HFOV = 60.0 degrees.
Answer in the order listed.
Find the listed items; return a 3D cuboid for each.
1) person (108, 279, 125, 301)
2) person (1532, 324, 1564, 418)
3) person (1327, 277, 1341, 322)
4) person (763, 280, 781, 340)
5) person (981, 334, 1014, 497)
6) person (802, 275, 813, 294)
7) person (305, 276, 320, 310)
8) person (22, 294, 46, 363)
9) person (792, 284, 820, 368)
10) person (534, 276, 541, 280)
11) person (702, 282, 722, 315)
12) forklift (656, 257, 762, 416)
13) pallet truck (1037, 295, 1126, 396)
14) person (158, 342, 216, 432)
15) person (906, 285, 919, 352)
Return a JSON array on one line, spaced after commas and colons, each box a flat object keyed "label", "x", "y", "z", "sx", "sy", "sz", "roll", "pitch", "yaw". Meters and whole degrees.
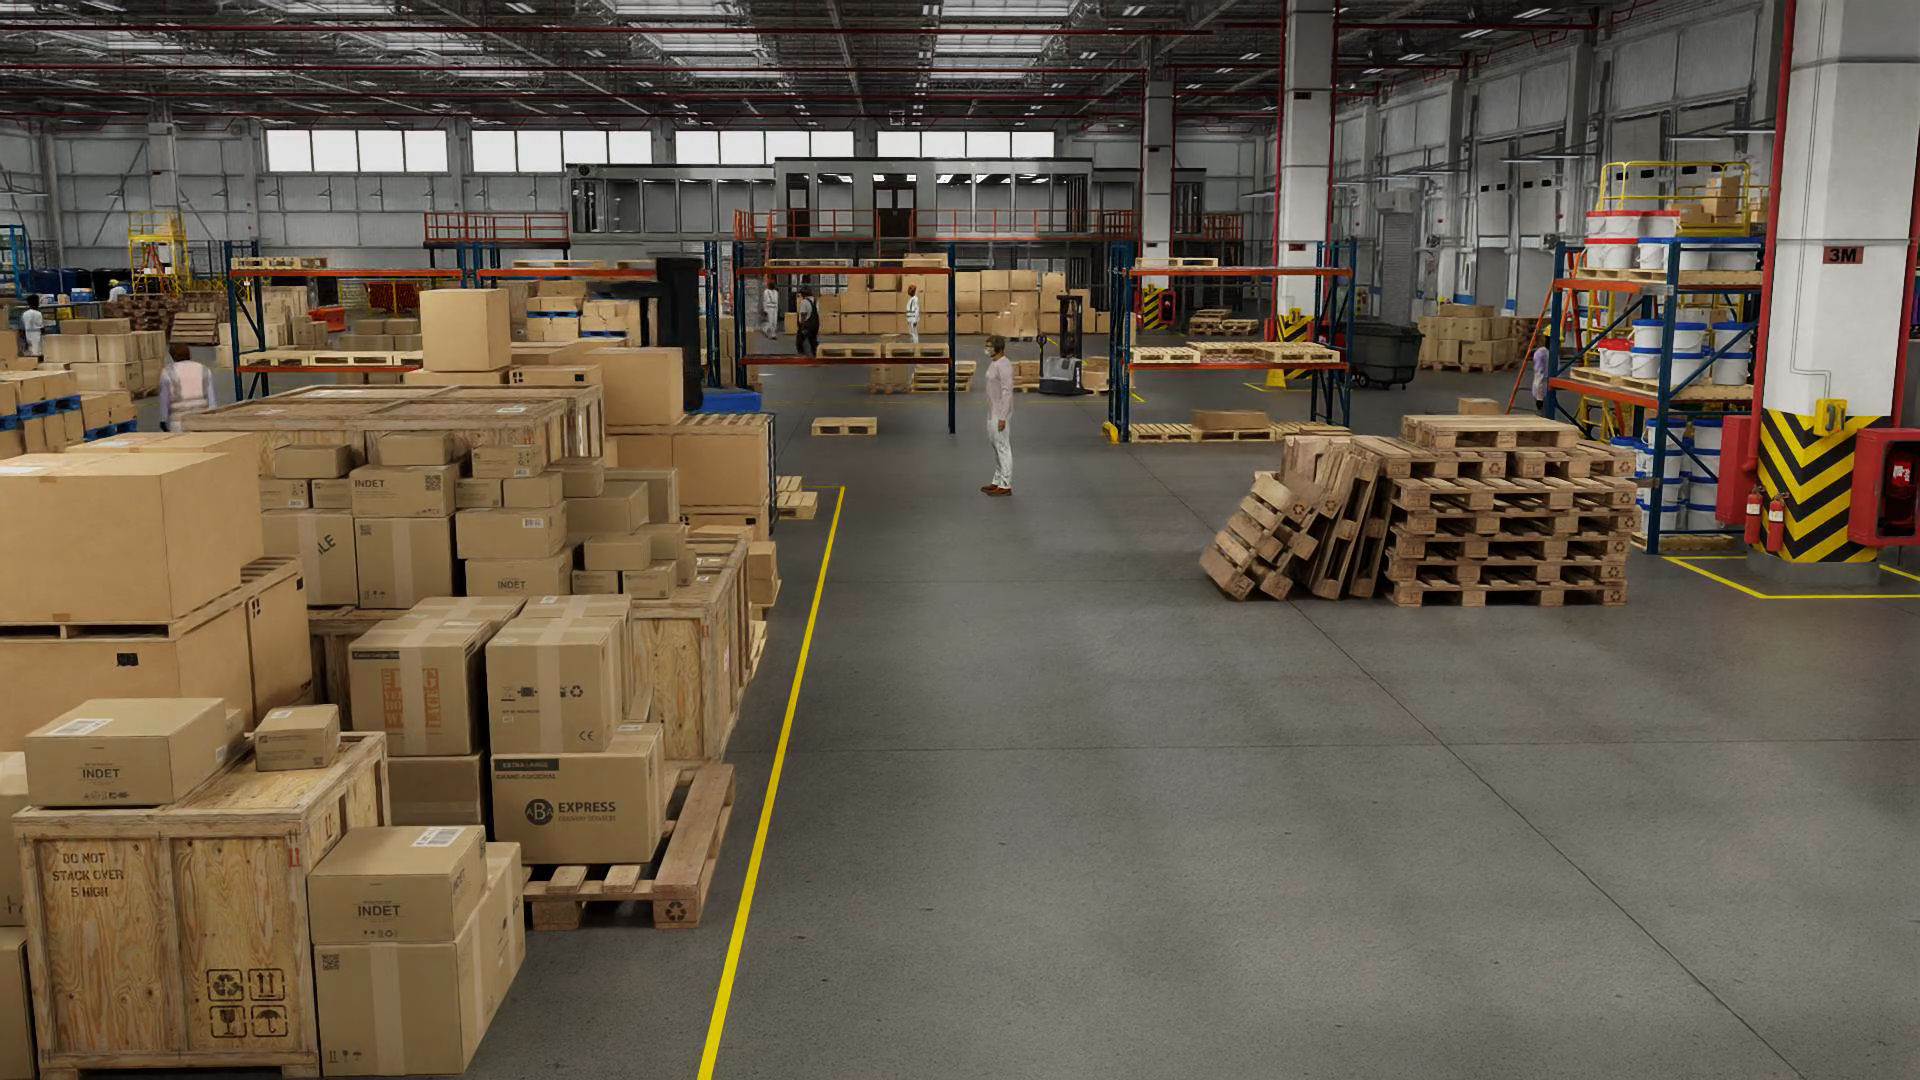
[{"label": "person", "x": -28.213, "y": -7.843, "z": 55.705, "sx": 0.433, "sy": 1.796, "sz": 0.623, "roll": 5, "pitch": 11, "yaw": 25}, {"label": "person", "x": 8.016, "y": -1.989, "z": 22.720, "sx": 0.366, "sy": 1.926, "sz": 0.587, "roll": 8, "pitch": 13, "yaw": 39}, {"label": "person", "x": 11.963, "y": -7.455, "z": 53.206, "sx": 0.929, "sy": 1.918, "sz": 0.609, "roll": -5, "pitch": 12, "yaw": -28}, {"label": "person", "x": -5.805, "y": -7.095, "z": 51.342, "sx": 0.438, "sy": 1.871, "sz": 0.583, "roll": 7, "pitch": 12, "yaw": 32}, {"label": "person", "x": 0.460, "y": -1.490, "z": 19.904, "sx": 0.352, "sy": 1.937, "sz": 0.635, "roll": -2, "pitch": 10, "yaw": -11}, {"label": "person", "x": -5.192, "y": -8.028, "z": 56.383, "sx": 0.395, "sy": 1.920, "sz": 0.587, "roll": 5, "pitch": 11, "yaw": 25}, {"label": "person", "x": -25.787, "y": -9.703, "z": 66.310, "sx": 0.506, "sy": 1.690, "sz": 0.888, "roll": 0, "pitch": 10, "yaw": -2}, {"label": "person", "x": -19.787, "y": -4.281, "z": 35.486, "sx": 0.607, "sy": 1.934, "sz": 0.910, "roll": 7, "pitch": 12, "yaw": 35}, {"label": "person", "x": -3.745, "y": -5.187, "z": 40.217, "sx": 0.782, "sy": 2.000, "sz": 0.682, "roll": 8, "pitch": 13, "yaw": 36}, {"label": "person", "x": -14.128, "y": -7.898, "z": 55.675, "sx": 0.556, "sy": 1.911, "sz": 0.735, "roll": 3, "pitch": 11, "yaw": 16}, {"label": "person", "x": -7.126, "y": -6.455, "z": 47.689, "sx": 0.565, "sy": 1.882, "sz": 0.978, "roll": -4, "pitch": 11, "yaw": -20}, {"label": "forklift", "x": -3.596, "y": -2.249, "z": 21.507, "sx": 1.873, "sy": 2.768, "sz": 1.129, "roll": -5, "pitch": 11, "yaw": -26}, {"label": "pallet truck", "x": 2.483, "y": -3.881, "z": 33.060, "sx": 1.885, "sy": 1.965, "sz": 0.823, "roll": -7, "pitch": 13, "yaw": -36}, {"label": "person", "x": -9.394, "y": -1.495, "z": 20.273, "sx": 0.501, "sy": 1.817, "sz": 0.704, "roll": 9, "pitch": 13, "yaw": 41}, {"label": "person", "x": -1.261, "y": -5.837, "z": 44.273, "sx": 0.343, "sy": 1.882, "sz": 0.585, "roll": -3, "pitch": 11, "yaw": -17}]
